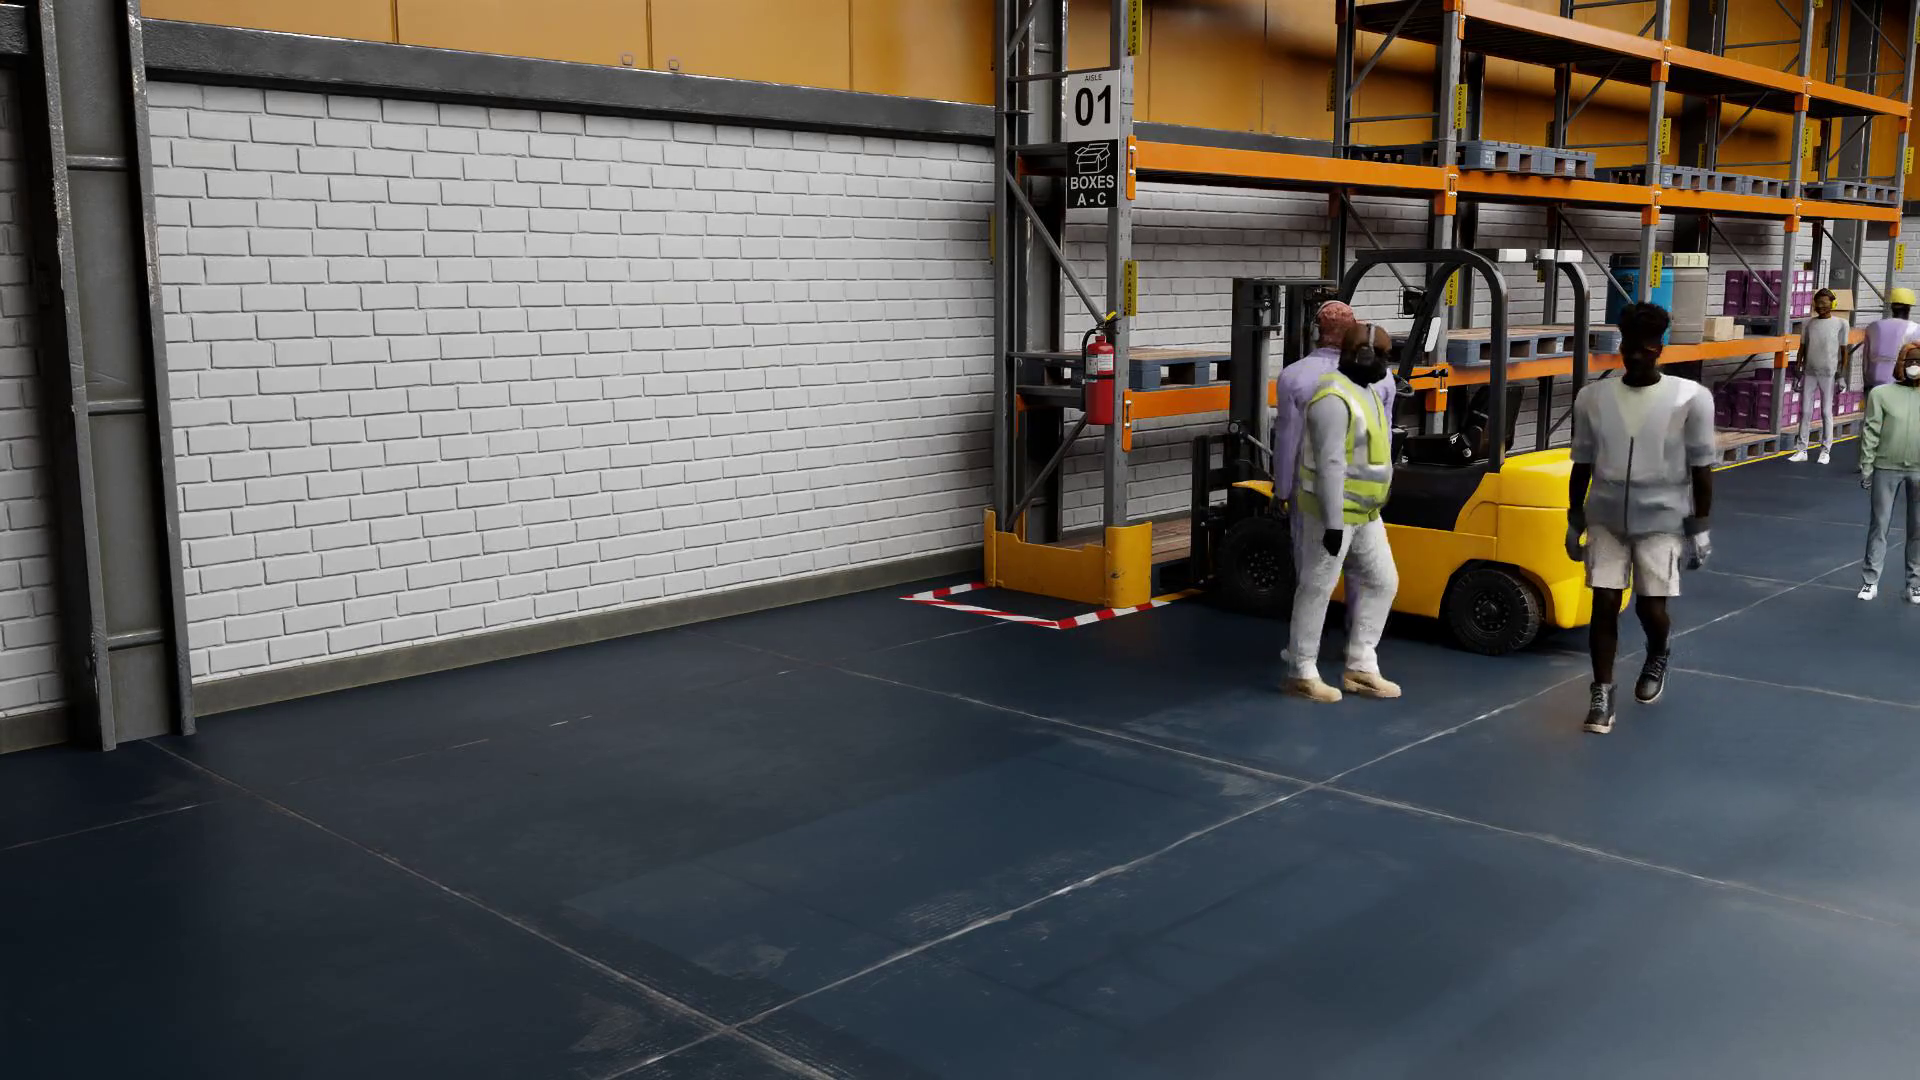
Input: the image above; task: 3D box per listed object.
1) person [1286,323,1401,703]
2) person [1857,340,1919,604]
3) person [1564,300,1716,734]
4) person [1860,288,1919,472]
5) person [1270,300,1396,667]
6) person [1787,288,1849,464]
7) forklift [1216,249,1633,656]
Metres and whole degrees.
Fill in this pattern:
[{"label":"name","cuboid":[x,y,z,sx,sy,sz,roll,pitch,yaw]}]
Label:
[{"label":"person","cuboid":[1.898,-0.116,7.928,0.667,1.807,0.686,6,11,33]},{"label":"person","cuboid":[5.867,-0.419,10.326,0.500,1.633,0.285,5,10,27]},{"label":"person","cuboid":[3.060,-0.105,7.470,0.641,1.937,0.643,7,11,35]},{"label":"person","cuboid":[9.496,-1.623,16.972,0.982,1.875,0.609,-8,12,-42]},{"label":"person","cuboid":[1.922,-0.287,8.680,0.642,1.910,0.401,-1,9,-8]},{"label":"person","cuboid":[9.167,-1.744,17.741,0.314,1.866,0.537,-9,13,-44]},{"label":"forklift","cuboid":[2.710,-0.584,9.626,2.313,2.155,1.214,9,13,43]}]
